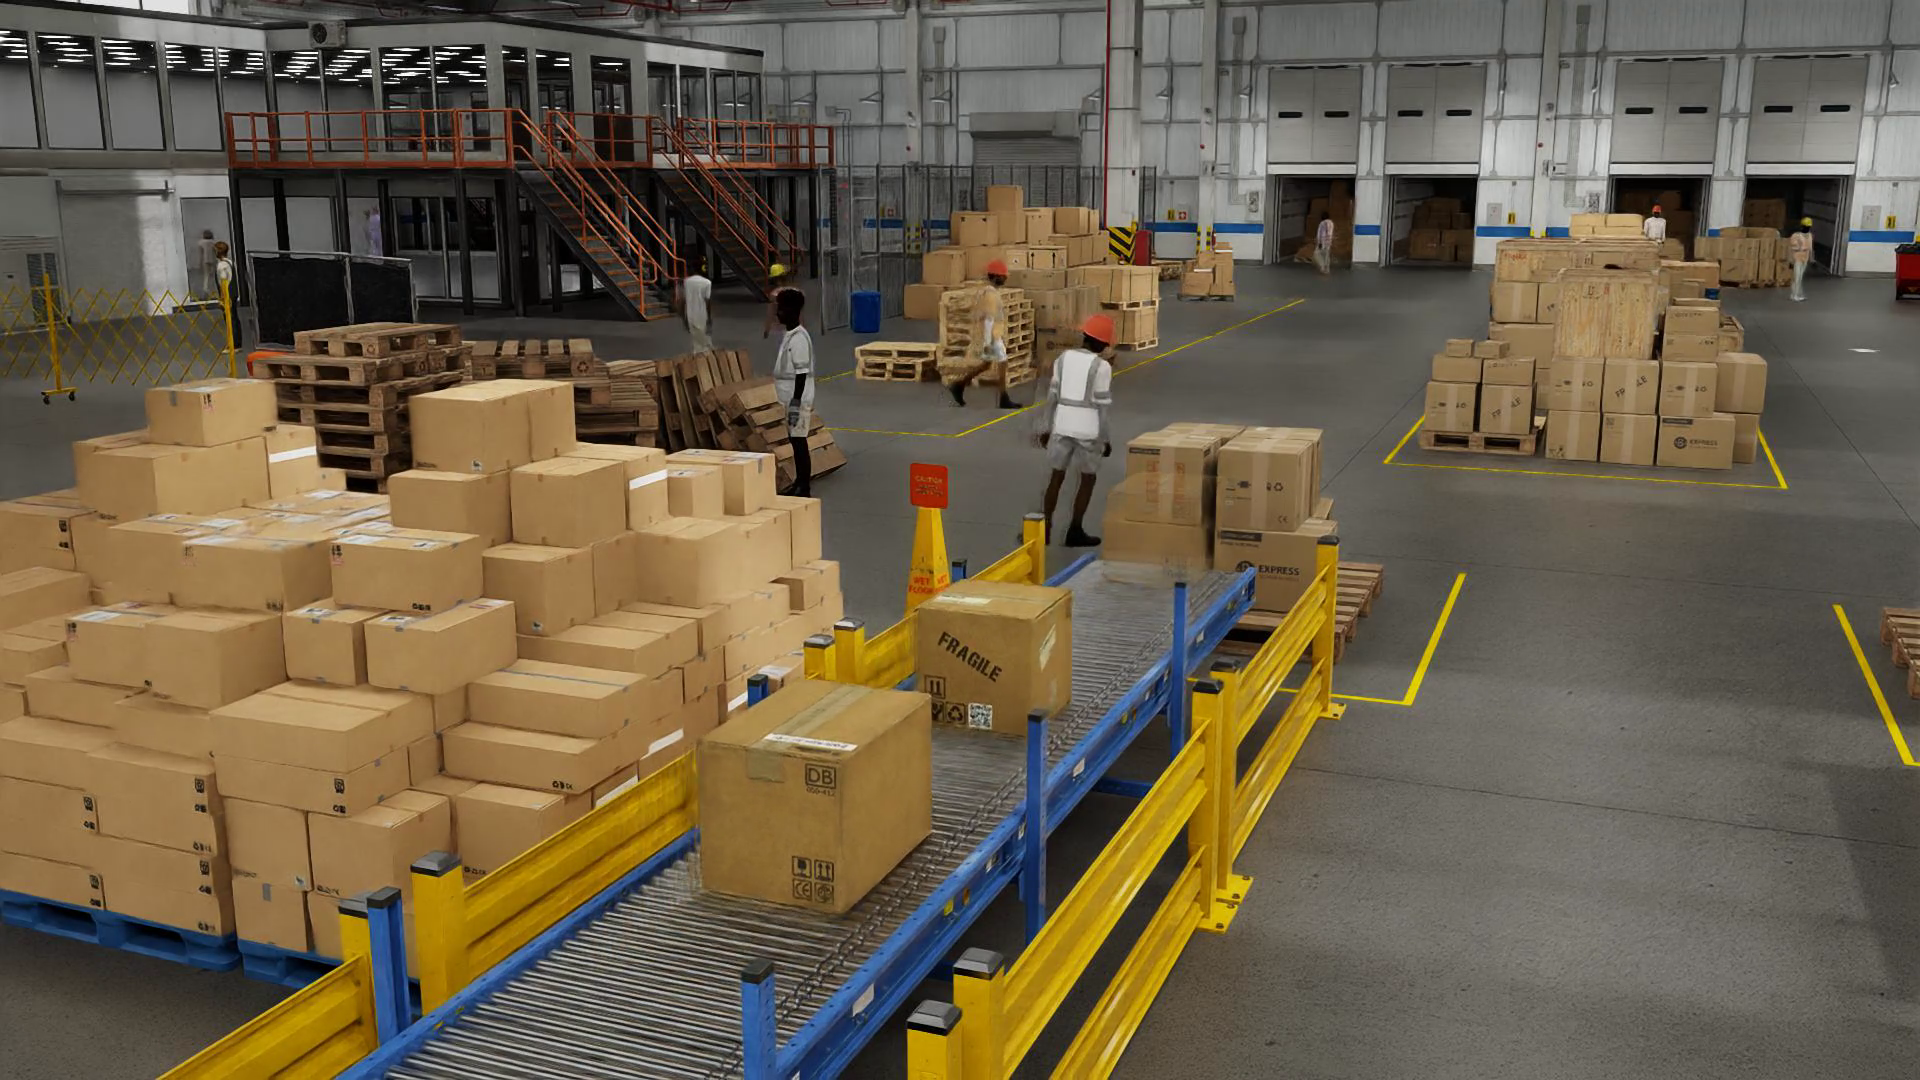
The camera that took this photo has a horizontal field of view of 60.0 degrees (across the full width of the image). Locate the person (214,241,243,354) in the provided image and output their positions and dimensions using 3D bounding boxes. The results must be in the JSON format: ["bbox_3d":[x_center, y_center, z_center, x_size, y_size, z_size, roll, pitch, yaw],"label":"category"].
[{"bbox_3d":[-12.076,-3.984,27.397,0.344,1.847,0.505,-1,13,-2],"label":"person"}]

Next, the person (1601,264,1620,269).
[{"bbox_3d":[7.870,-2.350,19.928,0.546,1.903,0.606,0,13,-1],"label":"person"}]

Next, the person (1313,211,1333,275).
[{"bbox_3d":[10.462,-8.560,47.976,0.570,1.821,0.656,11,17,40],"label":"person"}]

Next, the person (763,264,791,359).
[{"bbox_3d":[-2.469,-2.870,22.621,0.666,1.740,0.515,5,14,23],"label":"person"}]

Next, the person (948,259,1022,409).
[{"bbox_3d":[0.319,-2.602,21.100,0.869,1.908,0.545,0,13,-1],"label":"person"}]

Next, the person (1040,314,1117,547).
[{"bbox_3d":[0.888,-0.875,13.364,0.735,1.883,0.460,9,16,36],"label":"person"}]

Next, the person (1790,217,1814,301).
[{"bbox_3d":[19.532,-6.514,38.580,0.588,1.925,0.394,-5,13,-21],"label":"person"}]

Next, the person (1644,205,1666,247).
[{"bbox_3d":[19.850,-8.553,47.552,0.625,1.992,0.388,1,13,3],"label":"person"}]

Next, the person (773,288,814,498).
[{"bbox_3d":[-1.494,-1.273,14.962,0.367,1.966,0.606,-2,13,-10],"label":"person"}]

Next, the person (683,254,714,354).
[{"bbox_3d":[-3.673,-3.037,23.153,0.555,1.849,0.476,7,14,30],"label":"person"}]
